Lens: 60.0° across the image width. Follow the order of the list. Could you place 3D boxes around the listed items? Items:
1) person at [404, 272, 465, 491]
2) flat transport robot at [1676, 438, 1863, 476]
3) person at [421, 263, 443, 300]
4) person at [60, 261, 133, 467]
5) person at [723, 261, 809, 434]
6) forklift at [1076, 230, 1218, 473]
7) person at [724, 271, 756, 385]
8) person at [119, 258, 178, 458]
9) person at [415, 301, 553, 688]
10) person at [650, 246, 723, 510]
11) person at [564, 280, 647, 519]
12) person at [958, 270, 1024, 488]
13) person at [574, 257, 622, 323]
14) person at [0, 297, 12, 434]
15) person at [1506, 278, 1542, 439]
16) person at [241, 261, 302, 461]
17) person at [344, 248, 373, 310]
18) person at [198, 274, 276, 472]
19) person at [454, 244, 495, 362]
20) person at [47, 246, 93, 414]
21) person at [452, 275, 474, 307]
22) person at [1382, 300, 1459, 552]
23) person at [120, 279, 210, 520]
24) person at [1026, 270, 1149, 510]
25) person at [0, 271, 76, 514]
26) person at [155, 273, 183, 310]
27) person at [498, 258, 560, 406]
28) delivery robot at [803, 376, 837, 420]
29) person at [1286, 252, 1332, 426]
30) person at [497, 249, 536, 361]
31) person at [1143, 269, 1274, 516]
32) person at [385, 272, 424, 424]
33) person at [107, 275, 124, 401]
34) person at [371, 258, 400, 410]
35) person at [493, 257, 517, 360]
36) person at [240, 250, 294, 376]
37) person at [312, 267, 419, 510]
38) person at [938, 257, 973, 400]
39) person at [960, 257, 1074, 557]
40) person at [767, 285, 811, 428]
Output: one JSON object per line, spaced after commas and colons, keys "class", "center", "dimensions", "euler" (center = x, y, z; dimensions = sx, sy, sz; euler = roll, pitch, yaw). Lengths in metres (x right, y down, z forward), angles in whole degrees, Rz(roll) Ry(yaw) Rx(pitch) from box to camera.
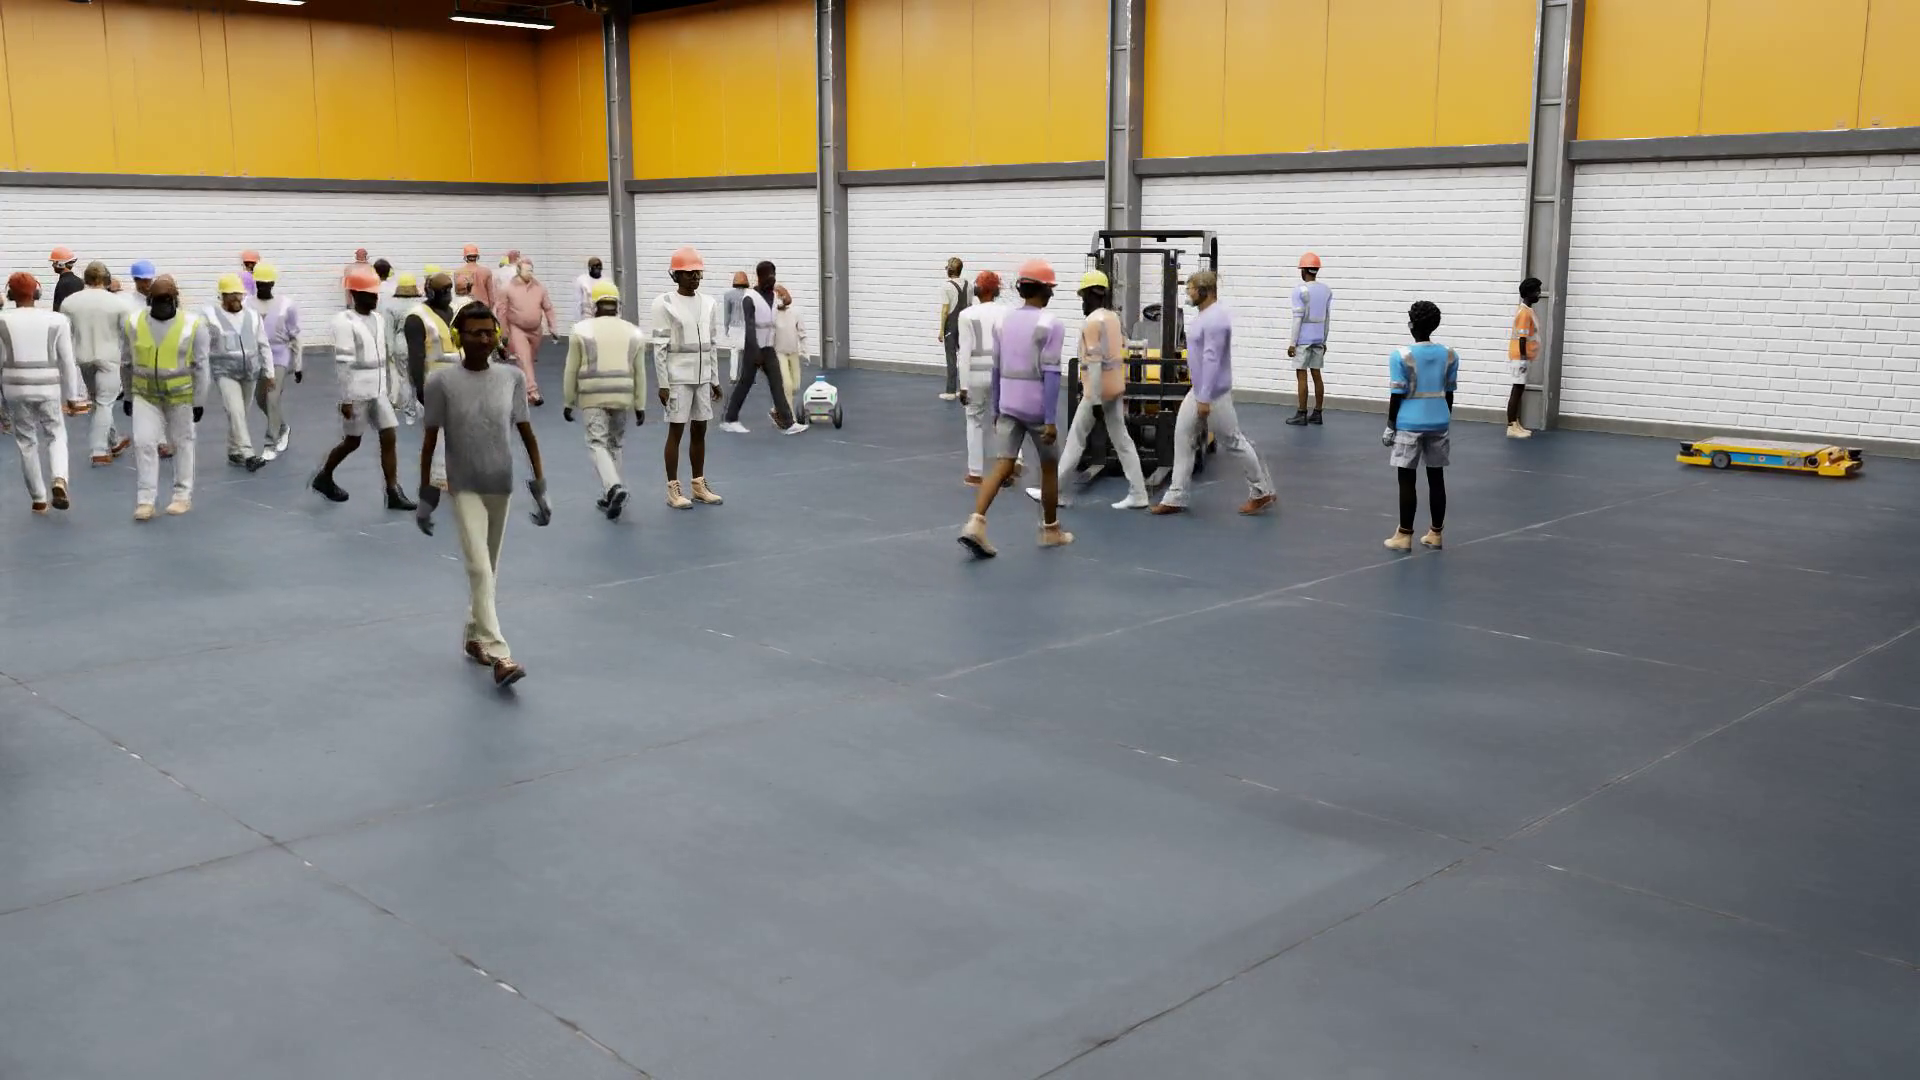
{"class": "person", "center": [-4.319, -1.316, 13.903], "dimensions": [0.451, 1.825, 0.656], "euler": [6, 12, 28]}
{"class": "flat transport robot", "center": [7.402, -0.779, 15.220], "dimensions": [1.431, 0.197, 0.652], "euler": [9, 14, 40]}
{"class": "person", "center": [-7.125, -2.902, 22.755], "dimensions": [0.416, 1.750, 0.540], "euler": [2, 11, 10]}
{"class": "person", "center": [-8.031, -1.658, 15.611], "dimensions": [0.671, 1.877, 1.028], "euler": [0, 10, -1]}
{"class": "person", "center": [-2.139, -2.053, 17.872], "dimensions": [1.028, 1.871, 0.628], "euler": [6, 12, 29]}
{"class": "forklift", "center": [1.804, -1.825, 15.677], "dimensions": [1.214, 2.155, 2.313], "euler": [2, 11, 13]}
{"class": "person", "center": [-3.125, -3.027, 23.796], "dimensions": [0.497, 1.625, 0.288], "euler": [-1, 10, -6]}
{"class": "person", "center": [-7.889, -1.777, 16.190], "dimensions": [0.924, 1.914, 0.613], "euler": [9, 14, 41]}
{"class": "person", "center": [-2.264, -0.225, 7.972], "dimensions": [0.583, 1.819, 0.971], "euler": [-8, 13, -37]}
{"class": "person", "center": [-2.117, -1.269, 13.056], "dimensions": [0.377, 2.044, 0.607], "euler": [9, 14, 41]}
{"class": "person", "center": [-2.652, -1.054, 12.576], "dimensions": [0.623, 1.800, 0.802], "euler": [-7, 12, -32]}
{"class": "person", "center": [0.291, -1.327, 13.904], "dimensions": [0.599, 1.855, 0.834], "euler": [-5, 11, -24]}
{"class": "person", "center": [-5.351, -3.291, 24.743], "dimensions": [0.642, 1.791, 0.944], "euler": [-7, 13, -35]}
{"class": "person", "center": [-10.204, -1.887, 17.621], "dimensions": [0.526, 1.589, 0.817], "euler": [-5, 12, -28]}
{"class": "person", "center": [5.952, -1.917, 17.557], "dimensions": [0.319, 1.690, 0.531], "euler": [4, 11, 20]}
{"class": "person", "center": [-6.660, -1.744, 16.072], "dimensions": [0.595, 1.897, 0.902], "euler": [0, 10, 0]}
{"class": "person", "center": [-10.711, -4.286, 29.911], "dimensions": [0.641, 1.903, 0.402], "euler": [-3, 11, -18]}
{"class": "person", "center": [-6.551, -1.519, 15.128], "dimensions": [0.917, 1.780, 0.619], "euler": [9, 14, 42]}
{"class": "person", "center": [-7.577, -3.612, 25.958], "dimensions": [0.612, 1.997, 0.375], "euler": [-6, 12, -30]}
{"class": "person", "center": [-10.651, -2.504, 19.922], "dimensions": [0.376, 1.995, 0.609], "euler": [-2, 11, -12]}
{"class": "person", "center": [-6.082, -2.436, 20.515], "dimensions": [0.306, 1.642, 0.523], "euler": [-9, 14, -41]}
{"class": "person", "center": [3.104, -0.763, 11.240], "dimensions": [0.531, 1.697, 0.320], "euler": [-3, 11, -18]}
{"class": "person", "center": [-5.998, -1.048, 12.518], "dimensions": [0.671, 1.801, 0.767], "euler": [-2, 11, -11]}
{"class": "person", "center": [1.047, -1.159, 12.973], "dimensions": [0.989, 1.855, 0.593], "euler": [6, 12, 28]}
{"class": "person", "center": [-7.030, -1.101, 12.615], "dimensions": [0.588, 1.867, 0.528], "euler": [-6, 12, -31]}
{"class": "person", "center": [-10.712, -2.786, 22.503], "dimensions": [0.682, 1.614, 0.516], "euler": [-1, 10, -6]}
{"class": "person", "center": [-5.488, -2.637, 21.077], "dimensions": [0.649, 1.850, 1.037], "euler": [-8, 13, -38]}
{"class": "delivery robot", "center": [-1.560, -1.589, 18.607], "dimensions": [0.477, 0.478, 0.707], "euler": [0, 10, -1]}
{"class": "person", "center": [3.905, -2.254, 18.719], "dimensions": [0.553, 1.935, 0.362], "euler": [-6, 12, -31]}
{"class": "person", "center": [-7.482, -3.939, 28.029], "dimensions": [0.672, 1.893, 0.594], "euler": [7, 12, 32]}
{"class": "person", "center": [1.942, -1.102, 12.628], "dimensions": [1.012, 1.892, 0.662], "euler": [-1, 10, -8]}
{"class": "person", "center": [-6.167, -2.132, 18.638], "dimensions": [0.488, 1.729, 0.579], "euler": [-3, 11, -15]}
{"class": "person", "center": [-10.786, -2.569, 21.270], "dimensions": [0.378, 1.620, 0.546], "euler": [7, 13, 35]}
{"class": "person", "center": [-6.999, -2.503, 20.313], "dimensions": [0.519, 1.854, 0.433], "euler": [-7, 12, -32]}
{"class": "person", "center": [-7.797, -3.984, 28.651], "dimensions": [0.522, 1.759, 0.349], "euler": [5, 12, 25]}
{"class": "person", "center": [-10.398, -3.347, 24.763], "dimensions": [0.900, 1.900, 0.575], "euler": [-5, 11, -24]}
{"class": "person", "center": [-4.704, -1.168, 12.939], "dimensions": [0.897, 1.902, 0.574], "euler": [4, 11, 19]}
{"class": "person", "center": [-0.060, -2.742, 21.628], "dimensions": [0.509, 1.846, 0.342], "euler": [-8, 13, -38]}
{"class": "person", "center": [0.378, -0.884, 11.120], "dimensions": [0.642, 1.995, 1.018], "euler": [9, 14, 40]}
{"class": "person", "center": [-1.942, -2.006, 18.278], "dimensions": [0.510, 1.602, 0.590], "euler": [-7, 13, -35]}
